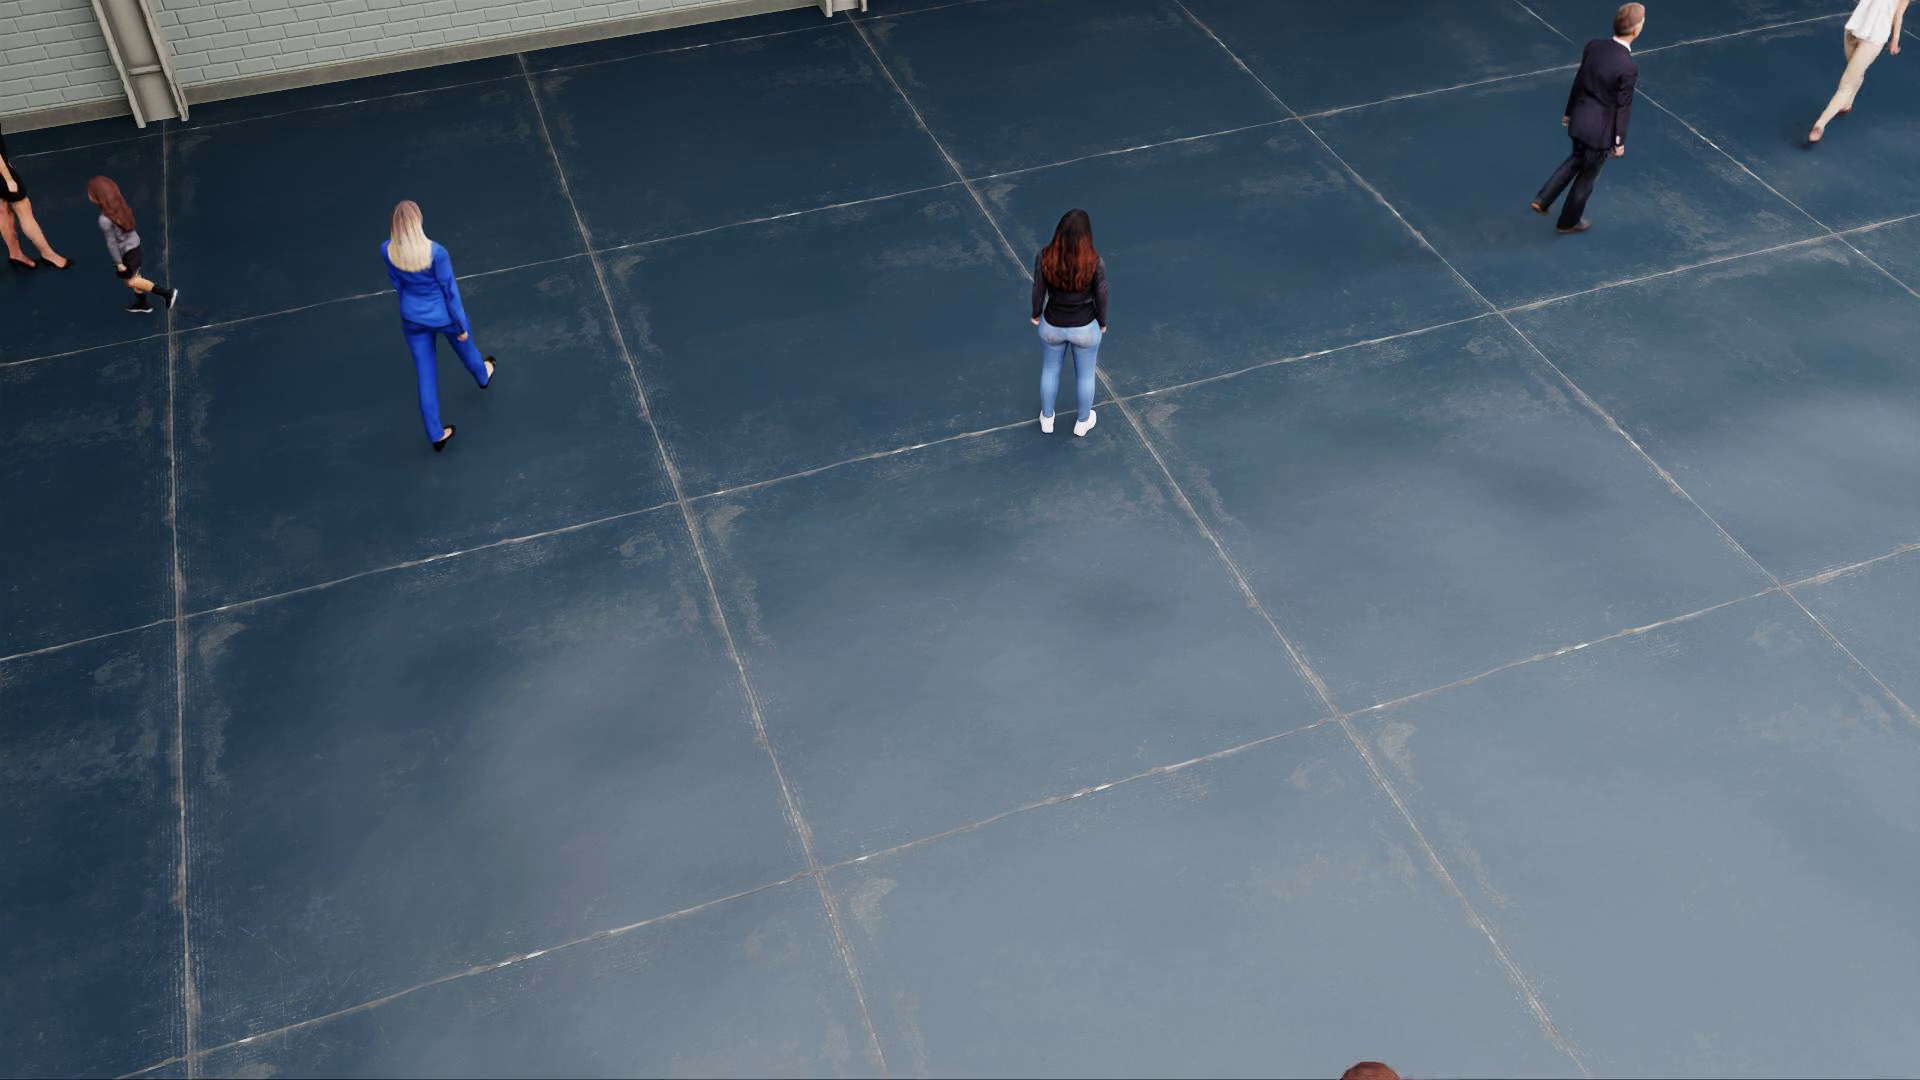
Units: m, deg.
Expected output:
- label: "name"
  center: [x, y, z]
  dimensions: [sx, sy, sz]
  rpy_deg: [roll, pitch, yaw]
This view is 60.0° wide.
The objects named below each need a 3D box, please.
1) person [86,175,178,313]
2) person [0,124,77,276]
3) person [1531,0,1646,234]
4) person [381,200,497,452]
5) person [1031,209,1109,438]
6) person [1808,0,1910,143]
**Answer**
- label: "person"
  center: [-5.780, -2.043, 11.598]
  dimensions: [0.720, 1.097, 0.590]
  rpy_deg: [0, 43, 0]
- label: "person"
  center: [-6.862, -2.603, 11.796]
  dimensions: [0.732, 1.646, 0.675]
  rpy_deg: [-34, 53, -31]
- label: "person"
  center: [4.571, -3.033, 12.140]
  dimensions: [0.716, 1.805, 0.674]
  rpy_deg: [-14, 45, -15]
- label: "person"
  center: [-3.330, -1.297, 10.391]
  dimensions: [1.154, 1.654, 1.052]
  rpy_deg: [6, 43, 6]
- label: "person"
  center: [0.693, -1.360, 10.473]
  dimensions: [0.678, 1.635, 0.784]
  rpy_deg: [8, 44, 9]
- label: "person"
  center: [7.172, -4.016, 13.335]
  dimensions: [0.960, 1.611, 0.595]
  rpy_deg: [-20, 47, -20]
